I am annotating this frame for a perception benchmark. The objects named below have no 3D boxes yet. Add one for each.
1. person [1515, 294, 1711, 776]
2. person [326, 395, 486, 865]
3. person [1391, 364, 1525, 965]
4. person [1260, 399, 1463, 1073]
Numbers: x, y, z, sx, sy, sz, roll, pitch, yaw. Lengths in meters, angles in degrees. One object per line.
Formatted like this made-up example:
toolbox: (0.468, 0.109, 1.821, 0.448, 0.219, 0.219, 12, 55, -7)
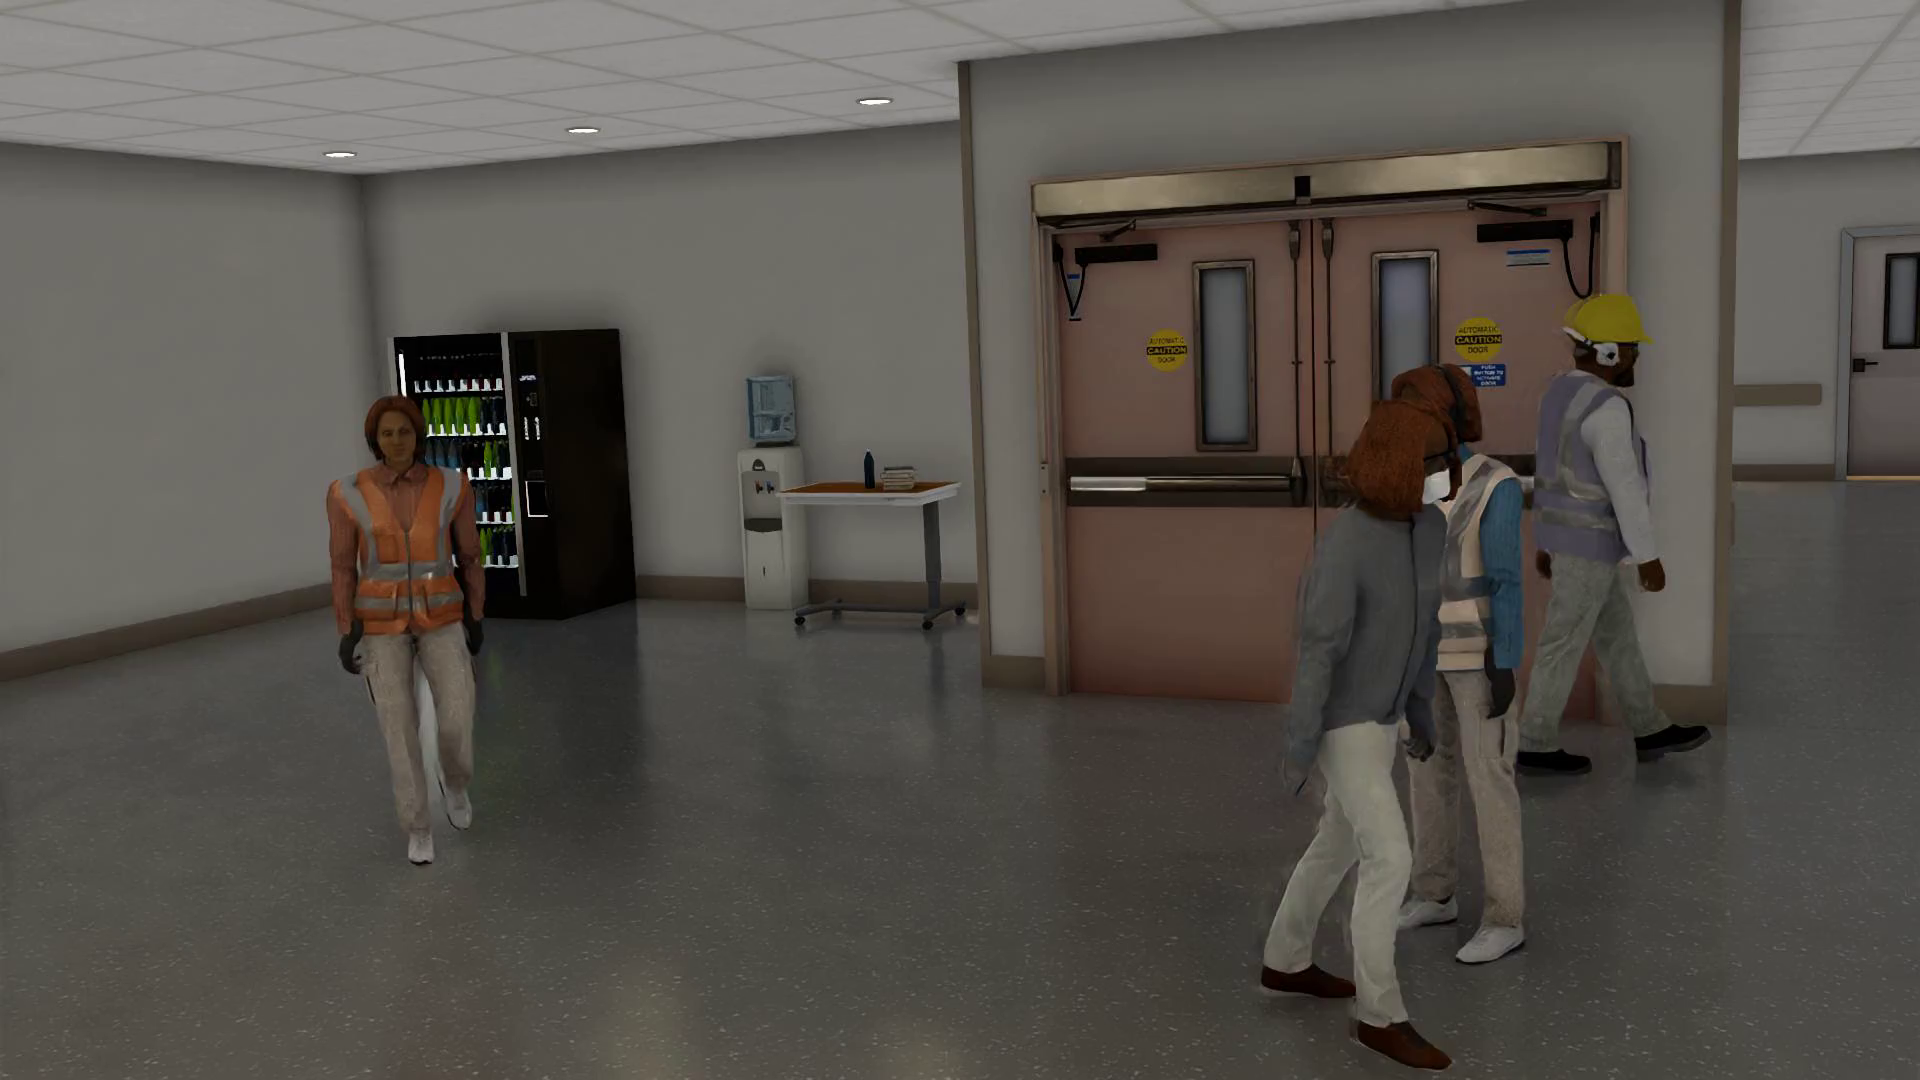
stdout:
person: (2.458, -0.003, 6.172, 0.861, 1.791, 0.593, -2, 7, 5)
person: (-1.905, 0.308, 5.791, 0.517, 1.627, 0.383, -5, 8, -22)
person: (1.348, 0.332, 4.579, 0.319, 1.634, 0.525, -6, 8, -27)
person: (0.929, 0.445, 4.054, 0.602, 1.581, 0.505, 4, 10, 40)
